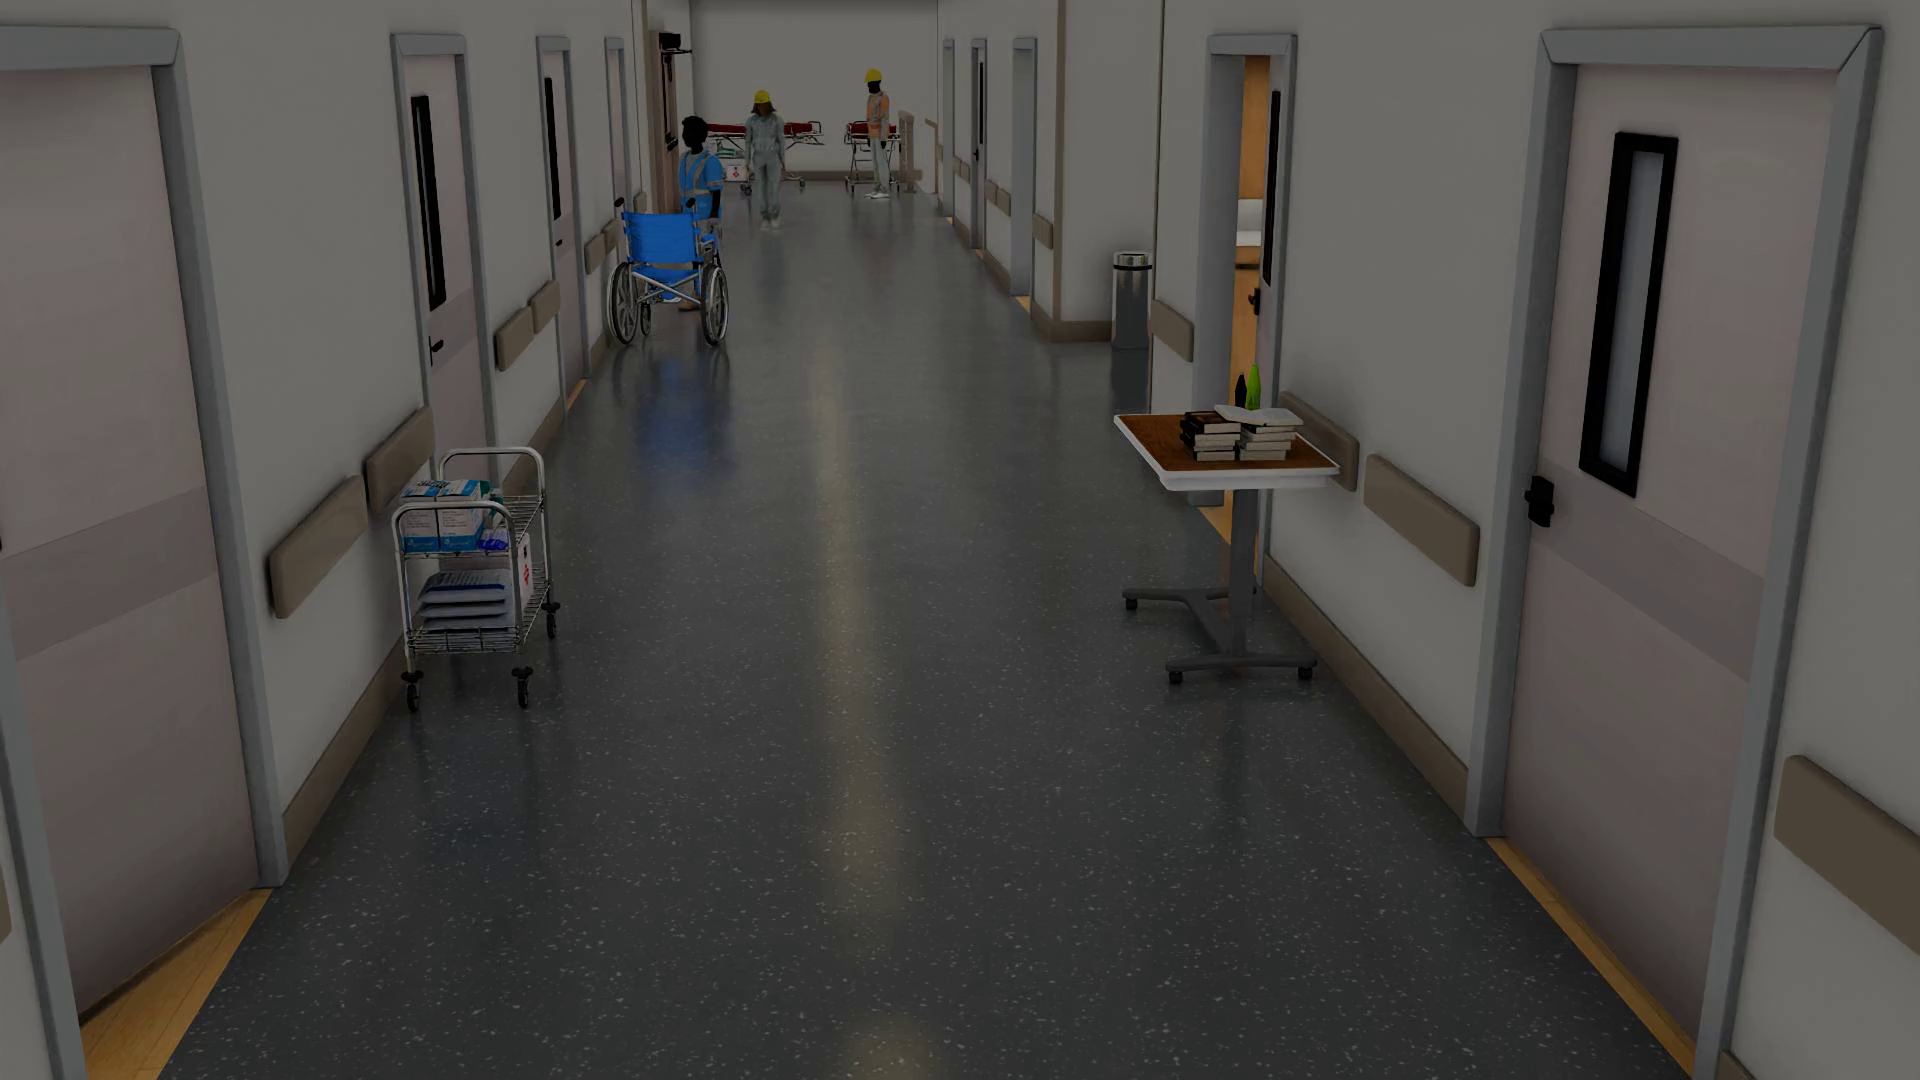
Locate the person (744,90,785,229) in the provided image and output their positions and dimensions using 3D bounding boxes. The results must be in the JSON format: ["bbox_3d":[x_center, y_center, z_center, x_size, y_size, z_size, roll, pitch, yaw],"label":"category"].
[{"bbox_3d":[-2.471,-4.793,21.015,0.510,1.716,0.681,1,17,3],"label":"person"}]

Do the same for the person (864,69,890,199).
[{"bbox_3d":[-1.268,-6.158,25.246,0.393,1.918,0.585,-8,18,-24],"label":"person"}]

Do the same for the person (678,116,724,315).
[{"bbox_3d":[-2.249,-2.807,14.418,0.322,1.697,0.535,-15,23,-42],"label":"person"}]
